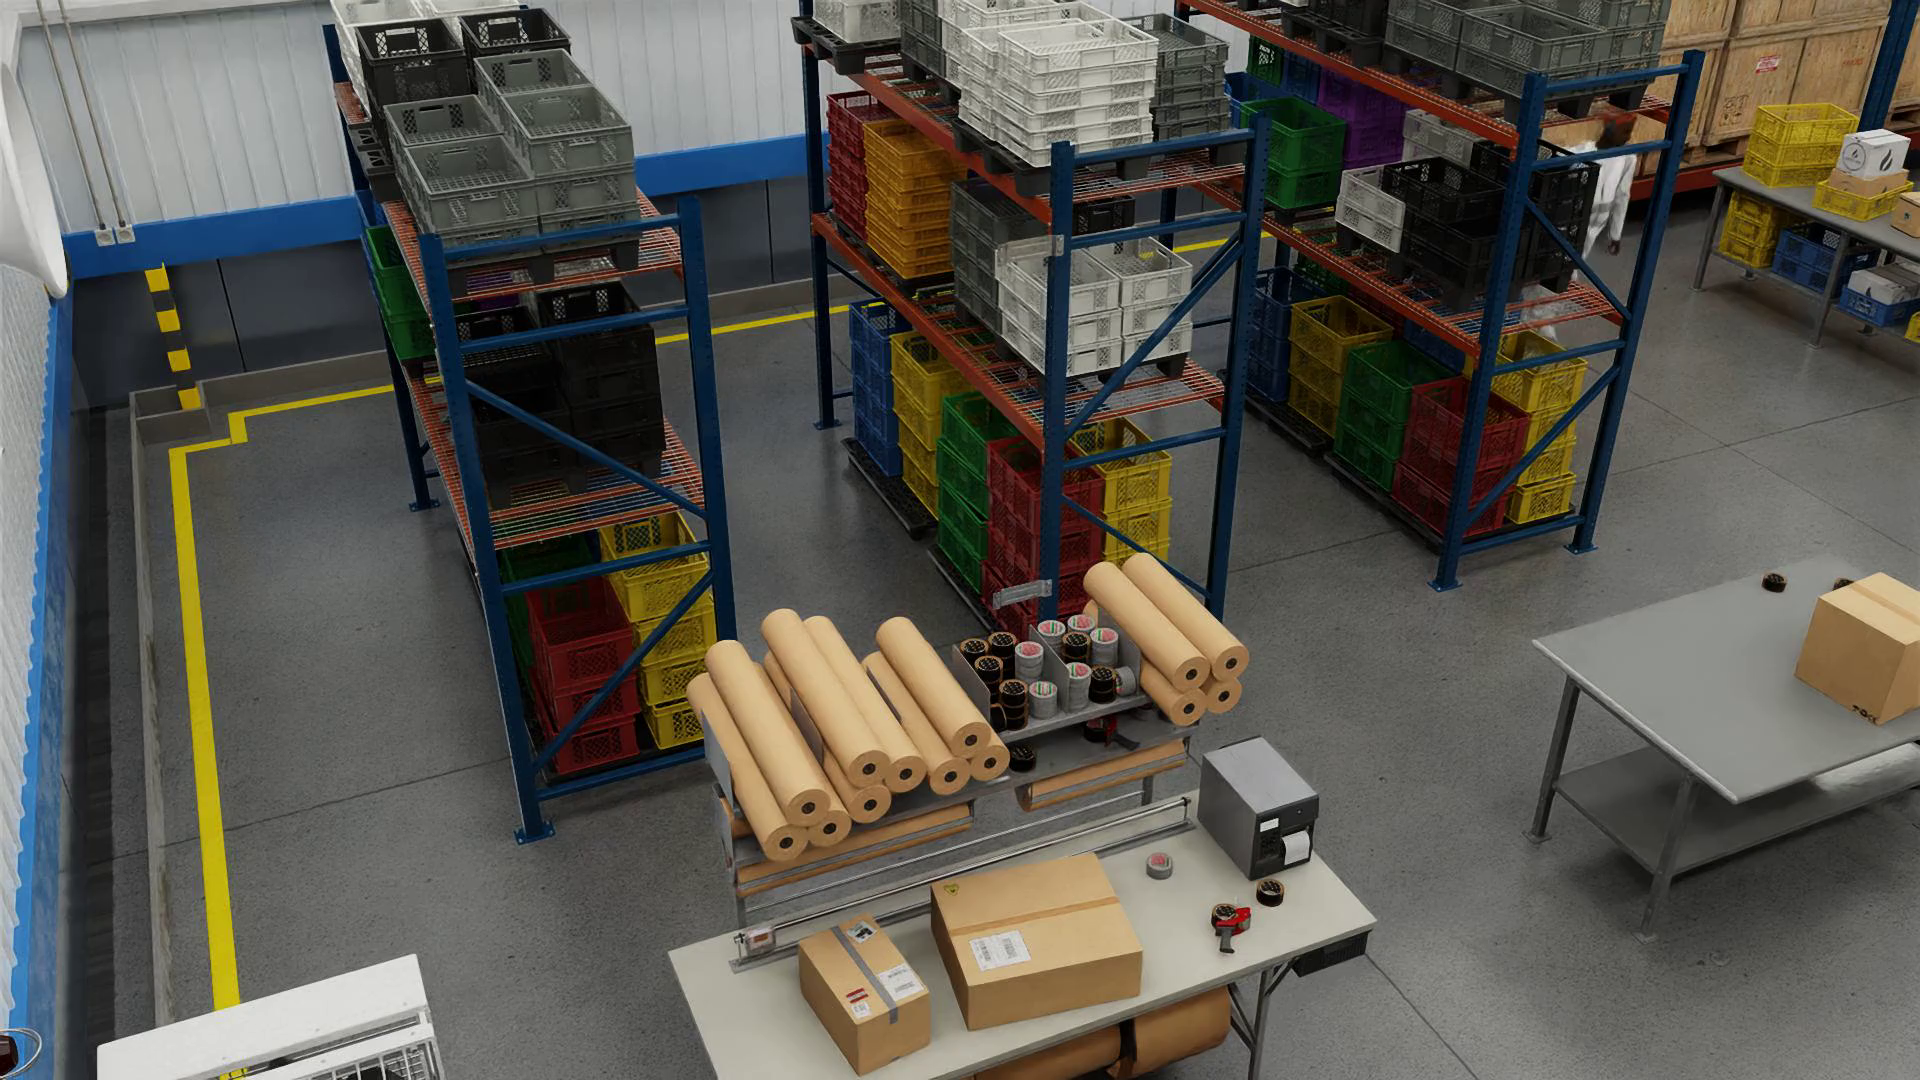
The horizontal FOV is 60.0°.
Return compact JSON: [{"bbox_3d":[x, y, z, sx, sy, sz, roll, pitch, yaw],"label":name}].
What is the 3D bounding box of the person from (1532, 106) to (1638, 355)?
[{"bbox_3d":[4.539,-2.247,12.112,0.610,1.847,0.611,-10,33,-16],"label":"person"}]
